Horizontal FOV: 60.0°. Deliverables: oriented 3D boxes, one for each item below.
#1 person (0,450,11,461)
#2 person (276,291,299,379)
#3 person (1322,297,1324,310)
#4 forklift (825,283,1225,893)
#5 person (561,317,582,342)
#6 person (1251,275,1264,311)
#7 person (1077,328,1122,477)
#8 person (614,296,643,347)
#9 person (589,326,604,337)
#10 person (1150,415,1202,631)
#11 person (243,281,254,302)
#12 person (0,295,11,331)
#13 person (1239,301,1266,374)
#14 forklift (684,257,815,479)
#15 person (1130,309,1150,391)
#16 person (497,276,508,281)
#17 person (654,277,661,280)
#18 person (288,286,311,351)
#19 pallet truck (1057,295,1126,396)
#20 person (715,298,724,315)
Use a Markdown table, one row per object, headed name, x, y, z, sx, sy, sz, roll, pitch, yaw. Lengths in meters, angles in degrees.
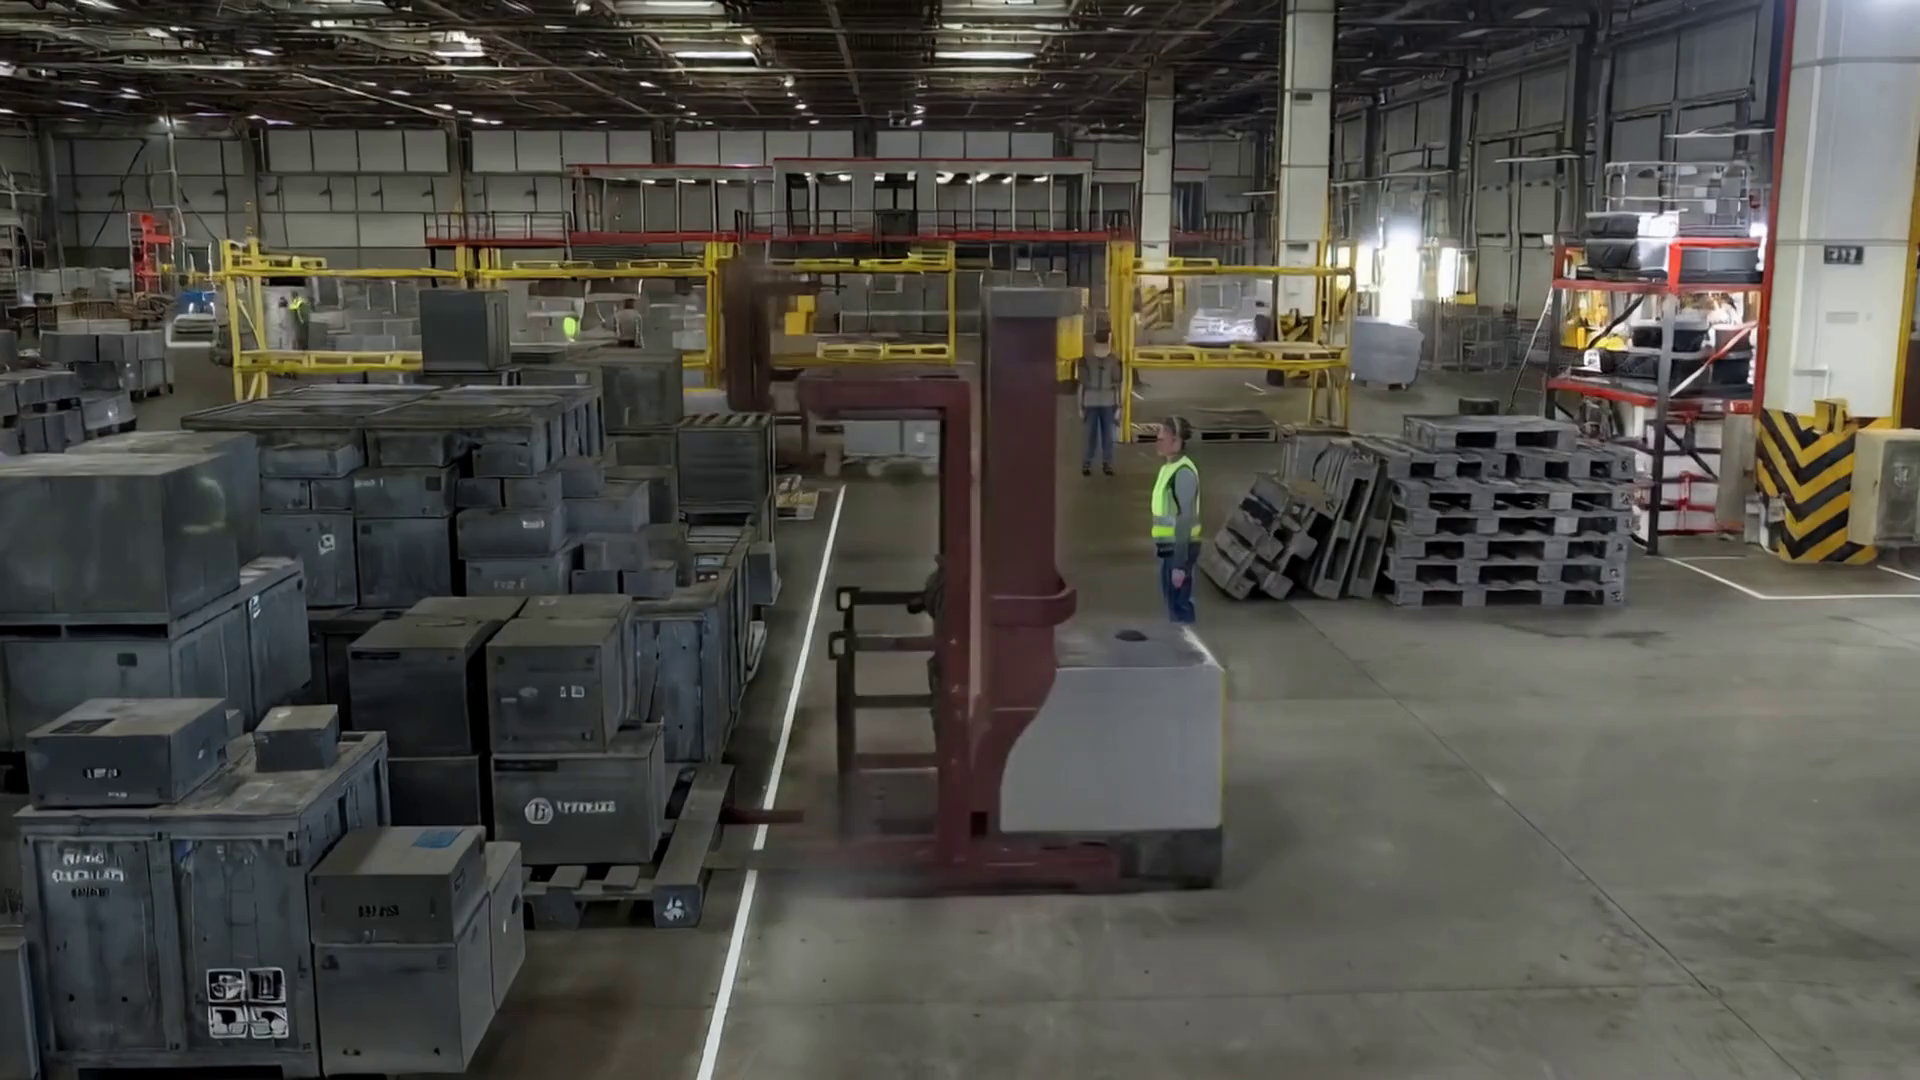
| name | x | y | z | sx | sy | sz | roll | pitch | yaw |
| --- | --- | --- | --- | --- | --- | --- | --- | --- | --- |
| person | -6.818 | 0.008 | 11.615 | 0.643 | 1.920 | 0.666 | 1 | 10 | 7 |
| person | -14.955 | -4.548 | 36.941 | 0.545 | 1.939 | 0.374 | 5 | 11 | 25 |
| person | 9.193 | -5.691 | 43.281 | 0.615 | 1.945 | 0.404 | 1 | 10 | 6 |
| forklift | 0.292 | 0.172 | 8.022 | 1.873 | 2.768 | 1.129 | 0 | 10 | -2 |
| person | -6.178 | -2.636 | 26.548 | 0.329 | 1.844 | 0.509 | 5 | 11 | 27 |
| person | 12.937 | -10.940 | 72.517 | 0.613 | 1.963 | 0.934 | -1 | 10 | -3 |
| person | 1.805 | -1.776 | 21.521 | 0.594 | 1.930 | 0.353 | -1 | 10 | -7 |
| person | -6.835 | -4.063 | 34.306 | 0.653 | 1.914 | 0.440 | 1 | 10 | 4 |
| person | -4.912 | -1.933 | 22.468 | 0.590 | 1.910 | 0.406 | 4 | 11 | 21 |
| person | 1.461 | 0.088 | 11.303 | 0.351 | 1.878 | 0.569 | 0 | 10 | -1 |
| person | -19.367 | -6.062 | 45.331 | 0.647 | 1.946 | 0.980 | 5 | 11 | 25 |
| person | -22.853 | -4.944 | 39.627 | 0.525 | 1.769 | 0.315 | 0 | 10 | 3 |
| person | 6.865 | -4.600 | 37.898 | 0.898 | 1.700 | 0.490 | 2 | 10 | 10 |
| forklift | -2.851 | -2.226 | 21.380 | 1.873 | 2.768 | 1.129 | 0 | 10 | -2 |
| person | 3.657 | -3.857 | 33.877 | 0.548 | 1.652 | 0.854 | -9 | 13 | -40 |
| person | -20.149 | -11.028 | 73.184 | 0.573 | 1.887 | 0.355 | -5 | 11 | -26 |
| person | -10.026 | -7.673 | 54.494 | 0.626 | 1.886 | 0.796 | -3 | 10 | -14 |
| person | -15.582 | -4.948 | 38.884 | 0.710 | 2.000 | 0.929 | 4 | 11 | 23 |
| pallet truck | 2.483 | -3.881 | 33.060 | 1.885 | 1.965 | 0.823 | -7 | 13 | -36 |
| person | -4.936 | -4.331 | 36.052 | 0.738 | 1.825 | 0.379 | -4 | 11 | -22 |
